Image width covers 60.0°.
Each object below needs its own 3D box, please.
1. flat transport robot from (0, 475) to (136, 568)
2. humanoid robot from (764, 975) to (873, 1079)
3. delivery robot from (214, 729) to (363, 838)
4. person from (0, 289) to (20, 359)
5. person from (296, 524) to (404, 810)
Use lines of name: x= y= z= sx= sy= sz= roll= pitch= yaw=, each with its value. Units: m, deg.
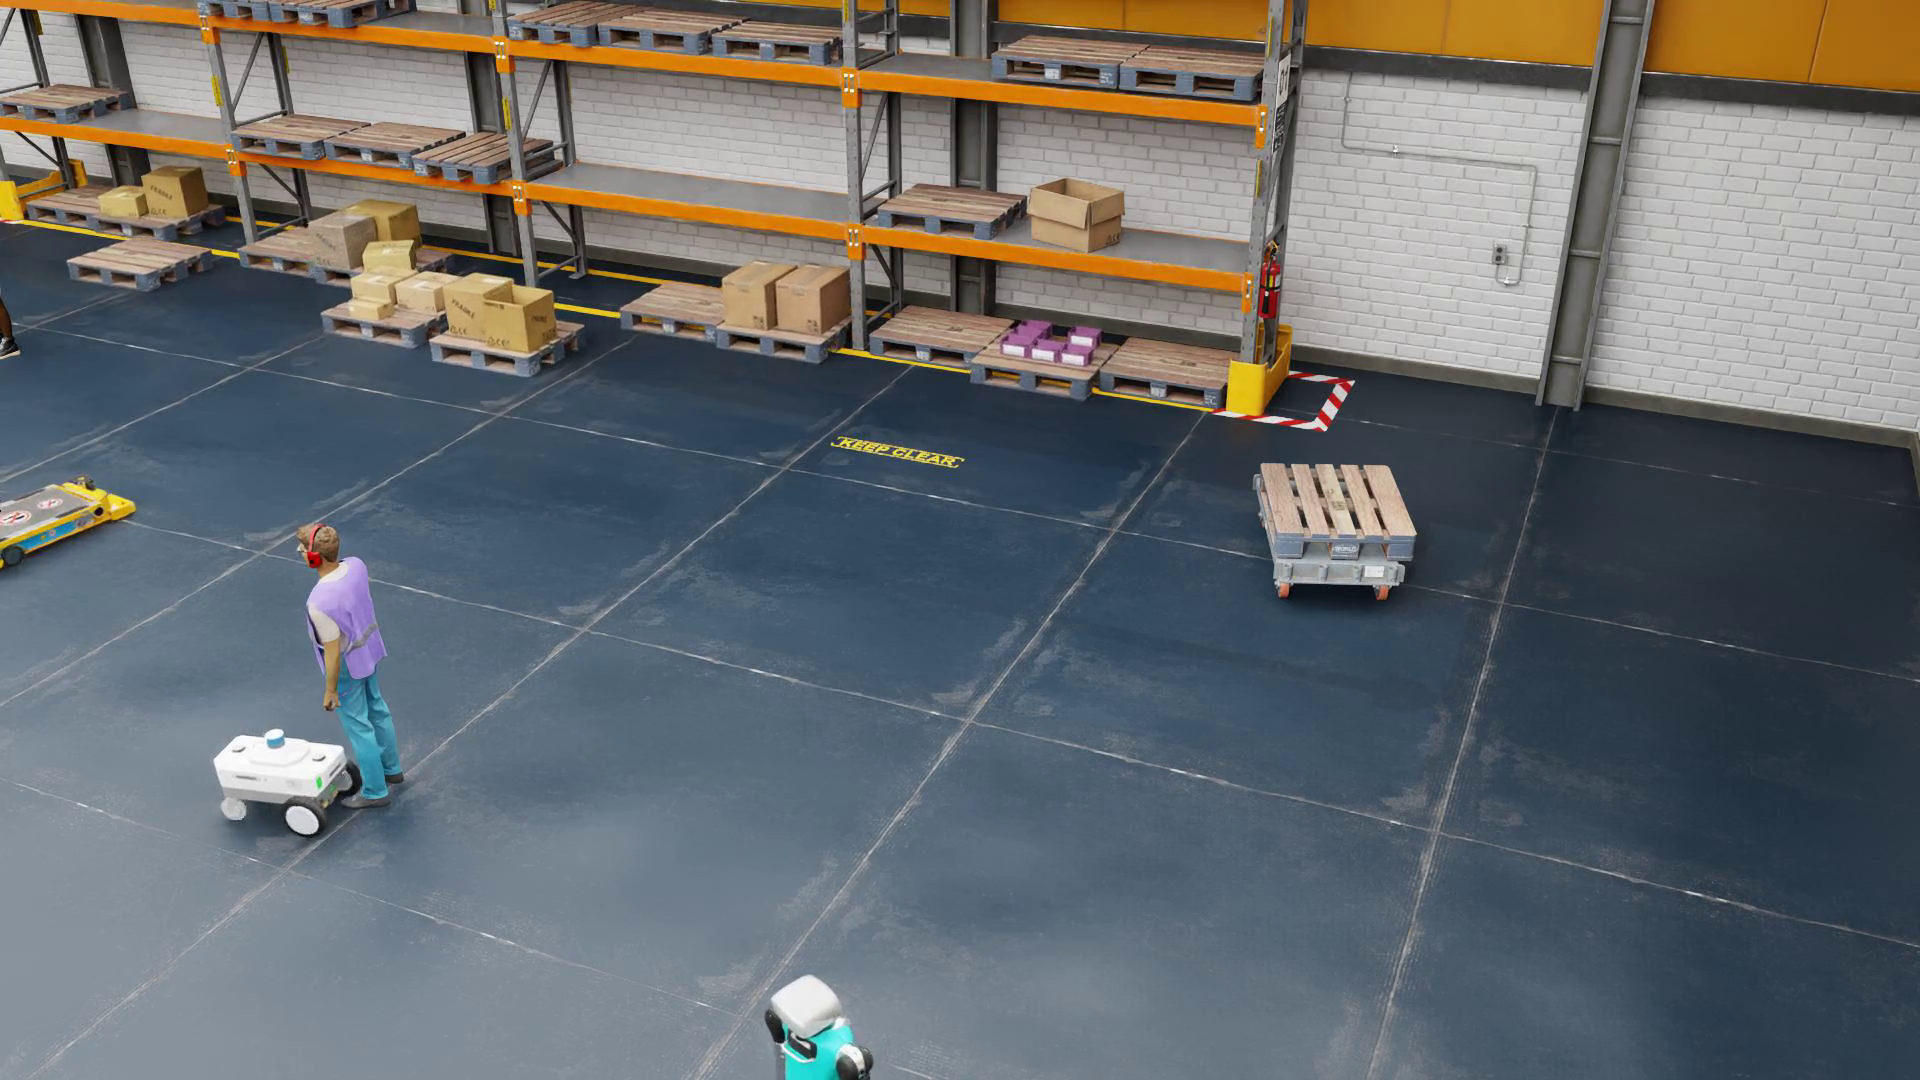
flat transport robot: x=-7.369 y=-0.109 z=13.142 sx=0.659 sy=0.231 sz=1.431 roll=16 pitch=31 yaw=28
humanoid robot: x=-0.693 y=2.558 z=6.402 sx=0.580 sy=1.778 sz=0.877 roll=24 pitch=36 yaw=38
delivery robot: x=-3.998 y=1.414 z=9.899 sx=0.802 sy=0.614 sz=0.499 roll=5 pitch=28 yaw=9
person: x=-9.717 y=-2.764 z=16.441 sx=0.368 sy=1.967 sz=0.605 roll=-20 pitch=33 yaw=-34
person: x=-3.567 y=0.745 z=9.770 sx=0.374 sy=1.840 sz=0.566 roll=3 pitch=27 yaw=5
